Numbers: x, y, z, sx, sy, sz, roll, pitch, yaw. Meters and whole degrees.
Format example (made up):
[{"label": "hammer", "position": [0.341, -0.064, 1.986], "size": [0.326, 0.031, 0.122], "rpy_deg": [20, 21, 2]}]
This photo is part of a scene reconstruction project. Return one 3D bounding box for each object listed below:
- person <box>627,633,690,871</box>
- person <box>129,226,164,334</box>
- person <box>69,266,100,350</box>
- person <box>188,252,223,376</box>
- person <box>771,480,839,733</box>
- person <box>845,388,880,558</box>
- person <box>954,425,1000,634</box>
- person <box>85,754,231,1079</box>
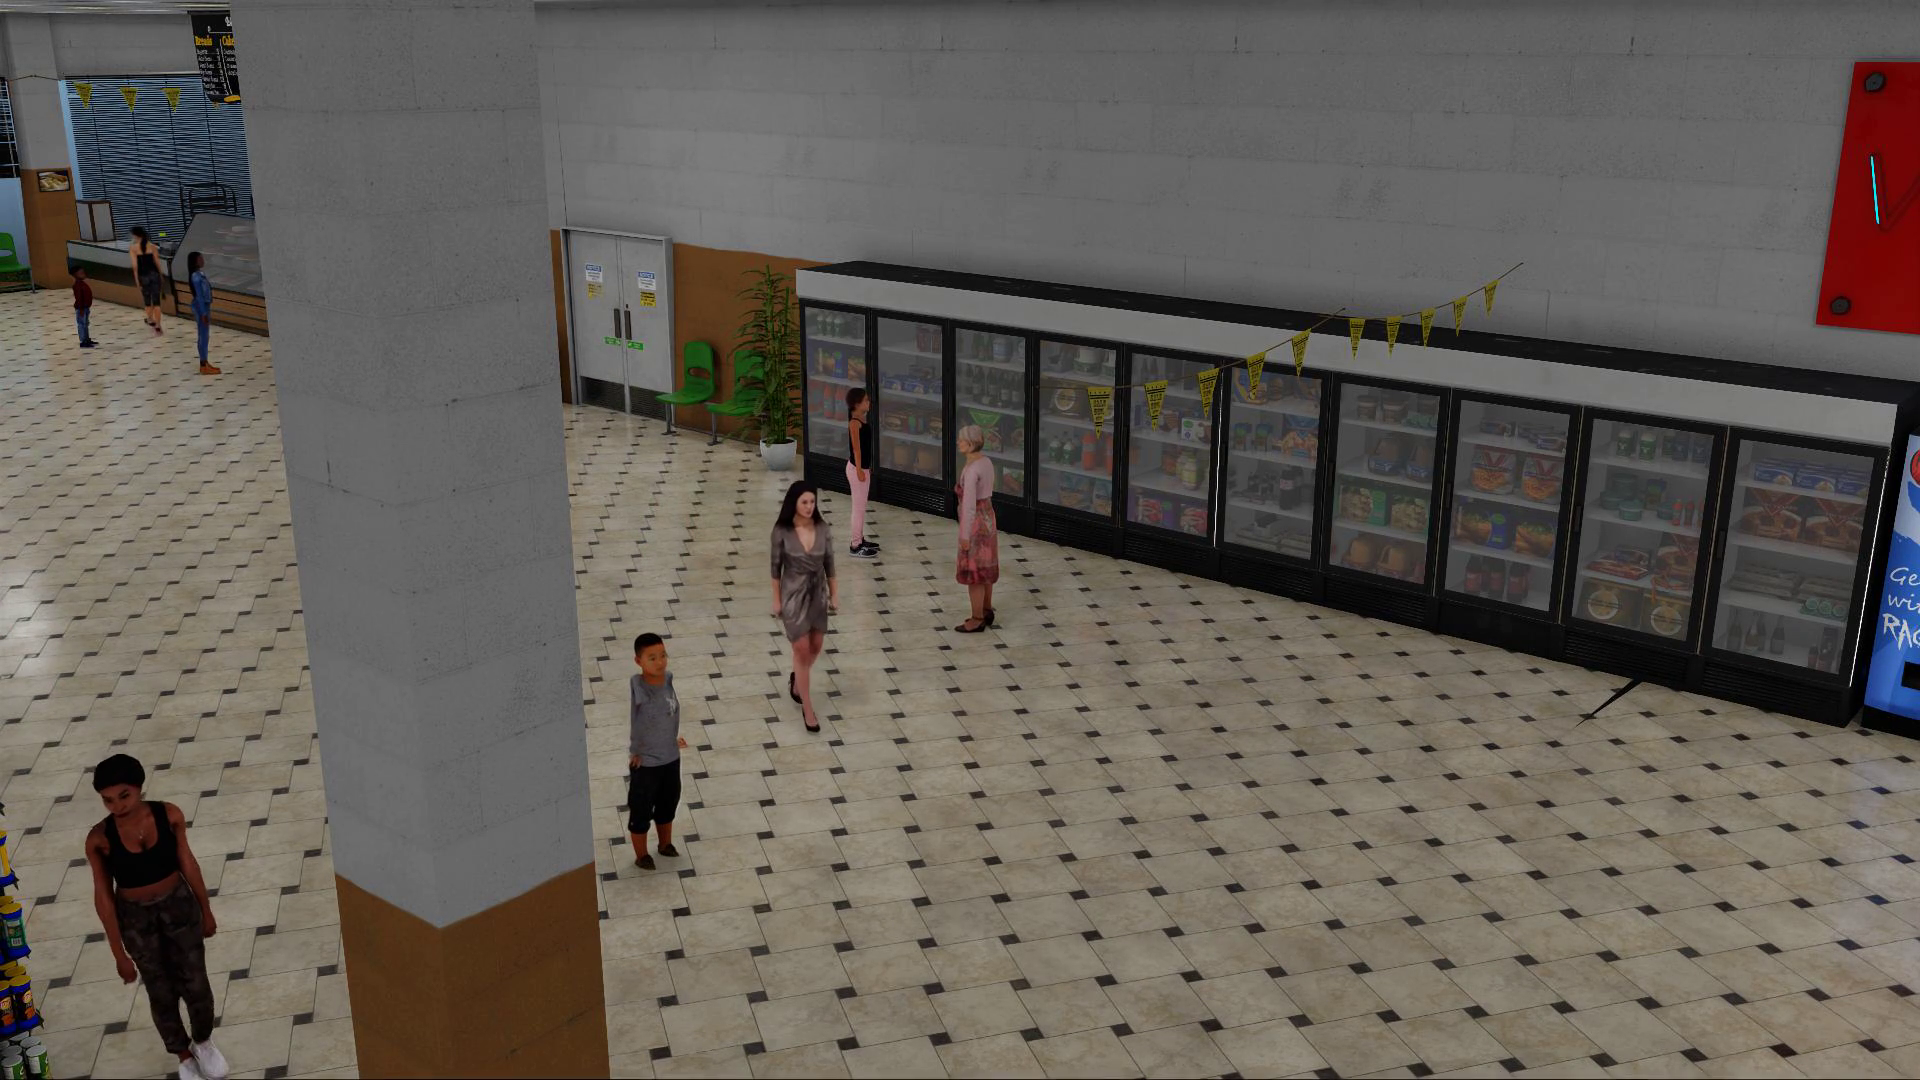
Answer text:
[{"label": "person", "position": [-1.757, 1.164, 9.523], "size": [0.634, 1.456, 0.442], "rpy_deg": [15, 22, 40]}, {"label": "person", "position": [-12.925, -4.120, 26.532], "size": [1.120, 1.684, 0.914], "rpy_deg": [-9, 19, -28]}, {"label": "person", "position": [-13.451, -3.572, 25.467], "size": [0.628, 1.253, 0.577], "rpy_deg": [-3, 17, -10]}, {"label": "person", "position": [-10.717, -3.213, 23.500], "size": [0.668, 1.711, 0.673], "rpy_deg": [-7, 18, -21]}, {"label": "person", "position": [-1.095, 0.415, 11.521], "size": [0.965, 1.727, 0.899], "rpy_deg": [-9, 19, -26]}, {"label": "person", "position": [-0.923, -0.635, 15.262], "size": [0.676, 1.563, 0.598], "rpy_deg": [1, 17, 4]}, {"label": "person", "position": [0.145, -0.092, 13.253], "size": [0.725, 1.693, 0.617], "rpy_deg": [5, 18, 17]}, {"label": "person", "position": [-3.602, 1.689, 7.406], "size": [0.636, 1.680, 0.757], "rpy_deg": [-13, 21, -37]}]
